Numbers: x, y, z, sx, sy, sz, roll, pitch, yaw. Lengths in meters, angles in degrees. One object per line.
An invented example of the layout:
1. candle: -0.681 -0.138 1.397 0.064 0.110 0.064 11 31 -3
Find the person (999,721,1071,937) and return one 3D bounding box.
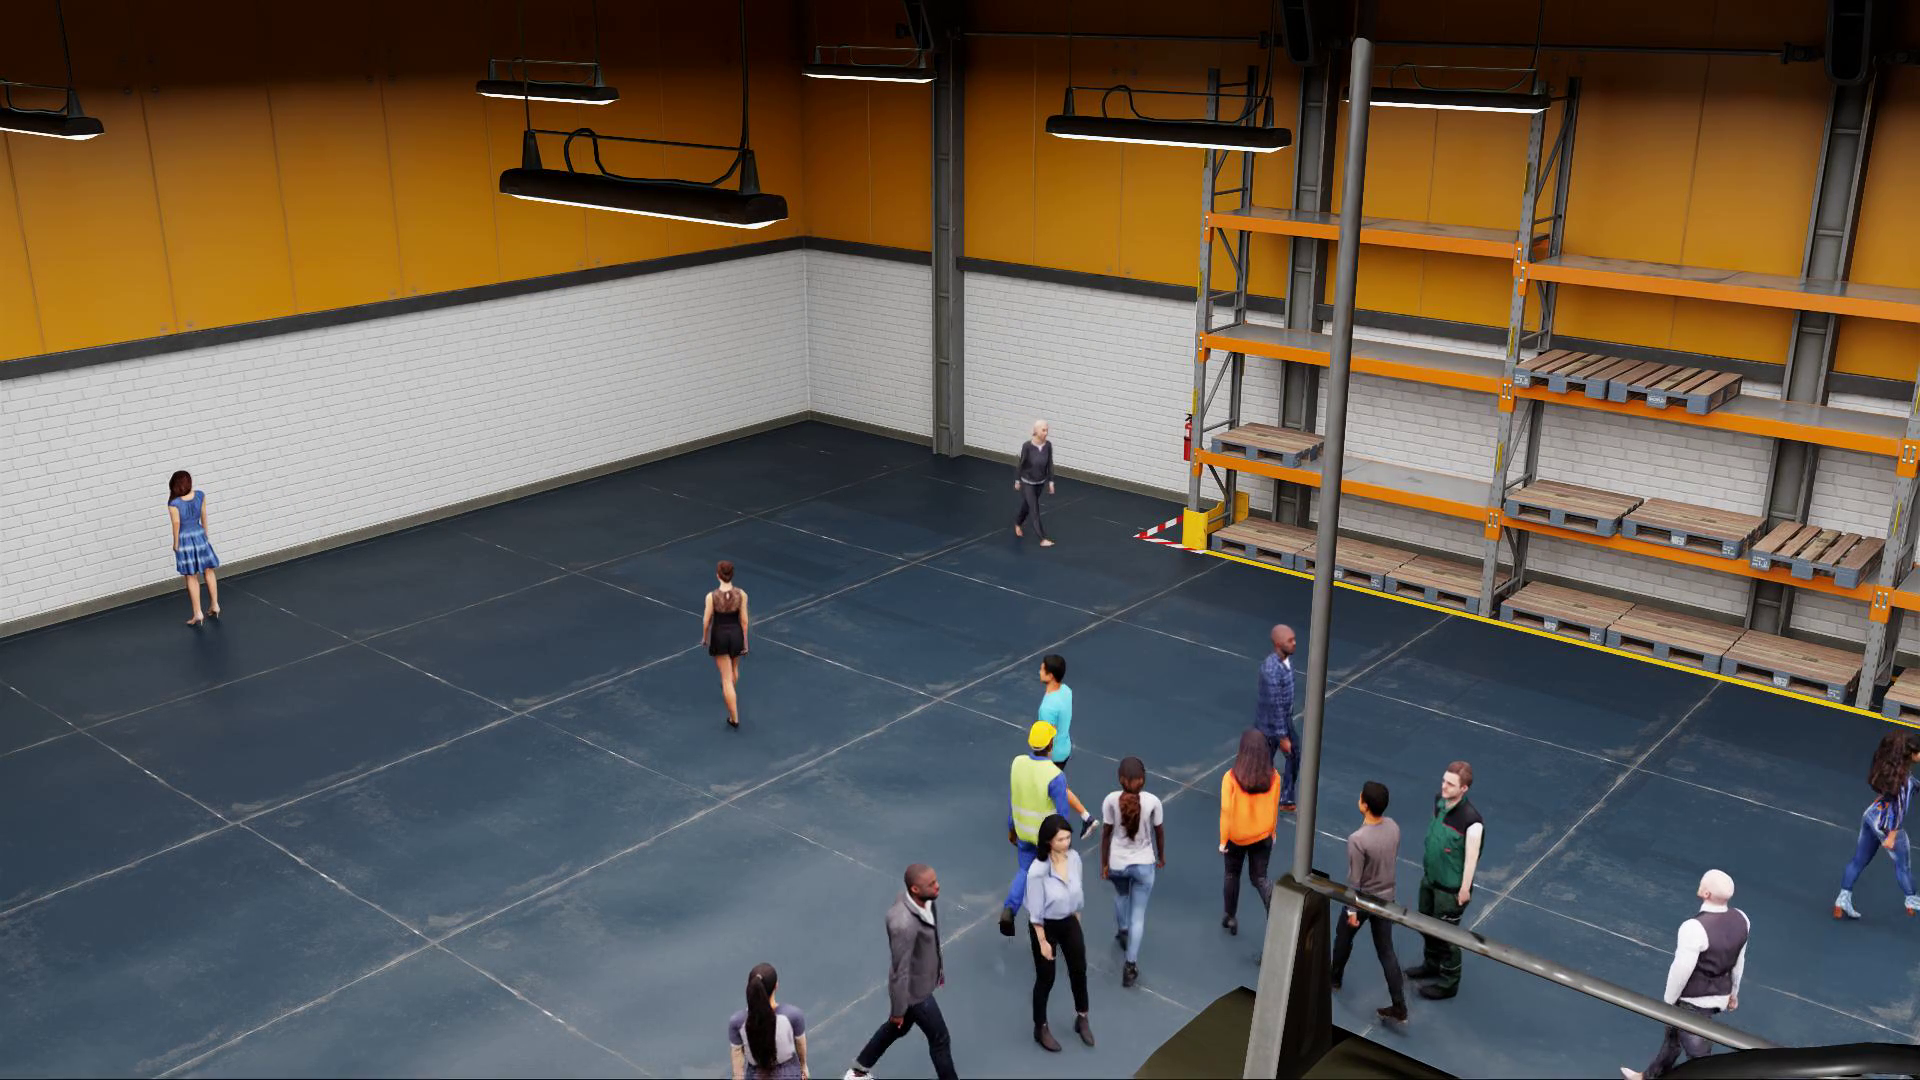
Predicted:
1. person: 0.548 2.229 12.472 0.837 1.801 0.754 13 23 34

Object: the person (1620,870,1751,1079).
1. person: 4.673 2.946 10.381 0.988 1.776 1.307 -10 21 -27

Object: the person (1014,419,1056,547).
1. person: 0.882 -0.764 21.580 0.867 1.660 1.223 -9 21 -26

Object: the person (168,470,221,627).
1. person: -8.704 0.075 18.860 0.661 1.806 0.722 9 20 24

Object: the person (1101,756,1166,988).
1. person: 1.233 2.421 12.067 0.960 1.696 0.913 4 19 12

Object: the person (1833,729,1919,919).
1. person: 7.049 2.227 12.817 1.087 1.585 0.997 1 19 2

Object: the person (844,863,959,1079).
1. person: -0.387 2.861 10.635 1.323 1.777 1.129 2 19 7

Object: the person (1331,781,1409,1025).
1. person: 2.938 2.558 11.610 0.916 1.727 1.193 16 24 39

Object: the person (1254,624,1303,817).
1. person: 2.644 1.575 14.413 0.846 1.800 0.722 12 22 31

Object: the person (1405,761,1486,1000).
1. person: 3.487 2.410 11.881 0.805 1.835 0.716 -4 19 -11

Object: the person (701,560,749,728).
1. person: -2.260 1.039 16.276 0.935 1.628 1.193 -8 20 -22

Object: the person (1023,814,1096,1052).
1. person: 0.590 2.652 11.313 0.738 1.739 0.727 -13 23 -34

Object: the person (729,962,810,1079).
1. person: -1.087 3.261 9.704 1.068 1.612 1.037 1 19 4

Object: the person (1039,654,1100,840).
1. person: 0.866 1.792 13.833 0.968 1.760 0.804 7 20 19

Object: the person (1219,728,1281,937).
1. person: 2.209 2.272 12.458 0.971 1.727 1.094 -5 19 -16
